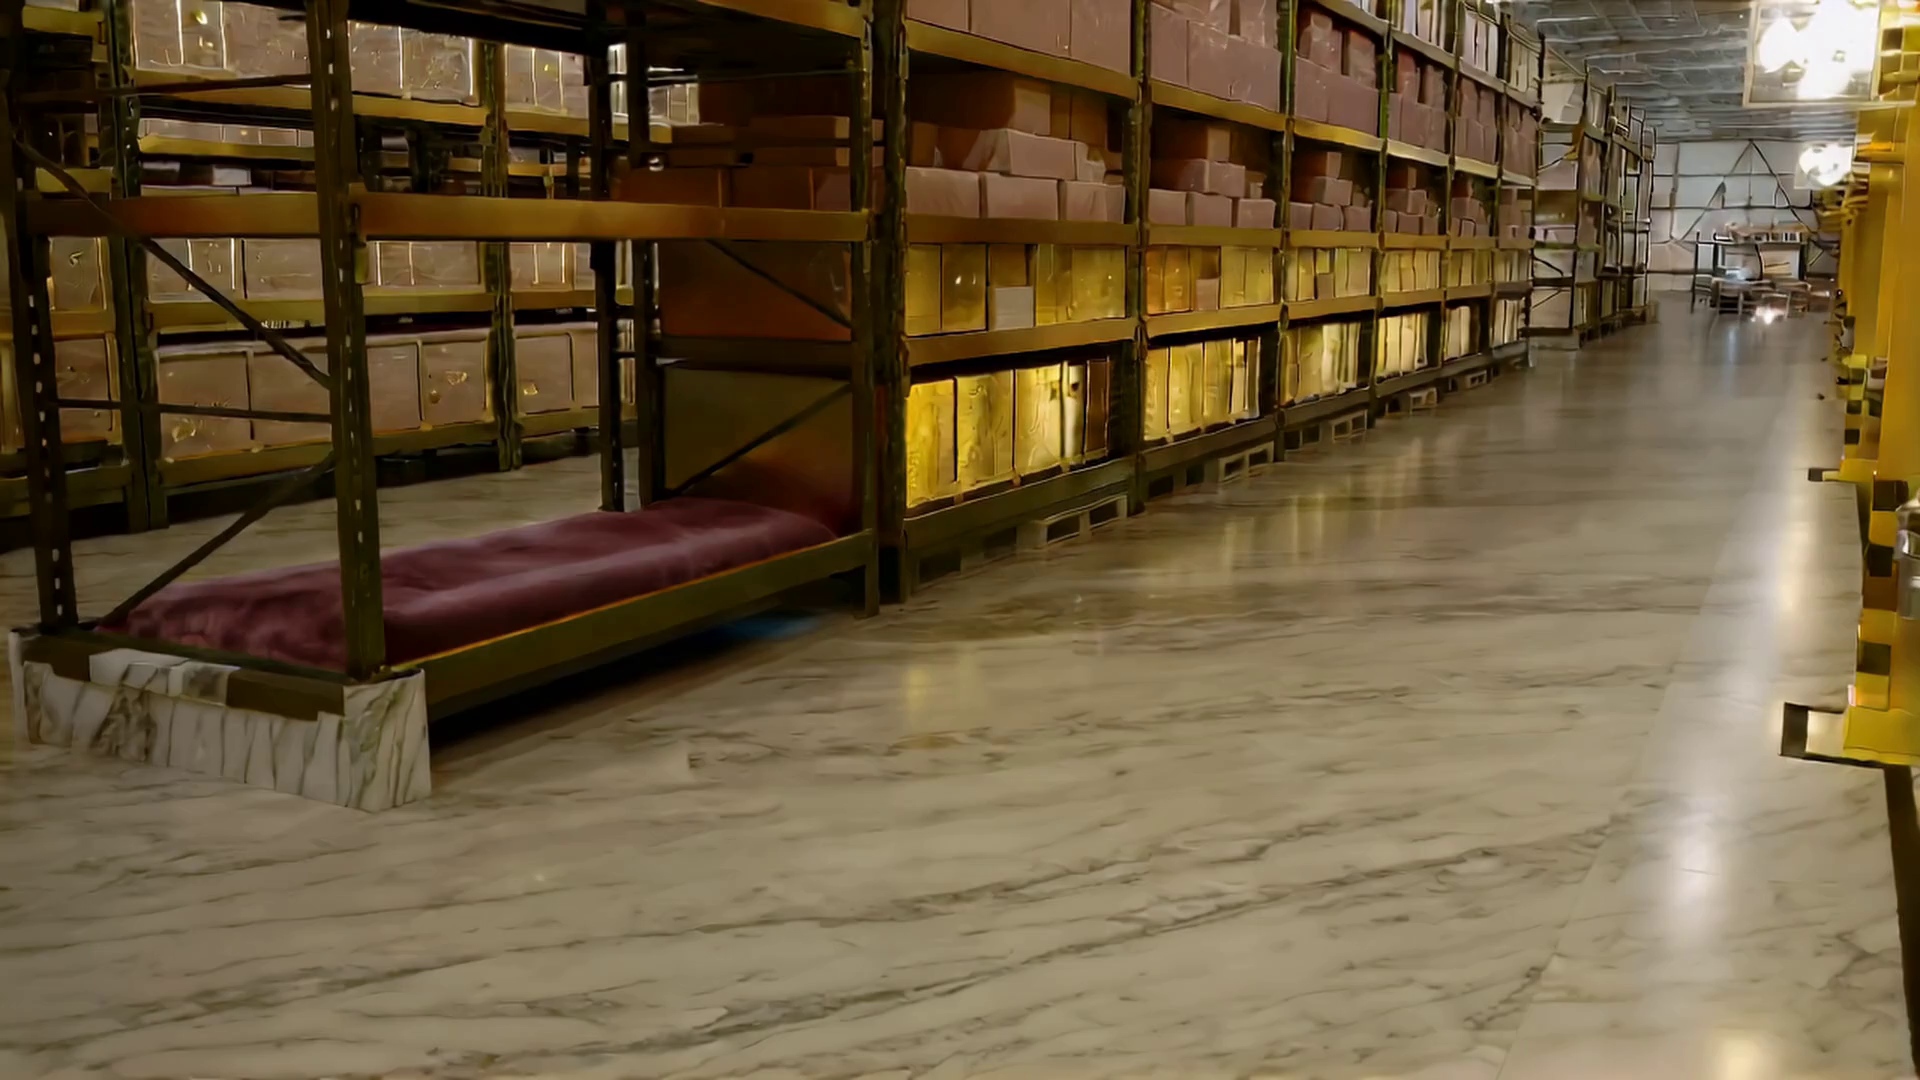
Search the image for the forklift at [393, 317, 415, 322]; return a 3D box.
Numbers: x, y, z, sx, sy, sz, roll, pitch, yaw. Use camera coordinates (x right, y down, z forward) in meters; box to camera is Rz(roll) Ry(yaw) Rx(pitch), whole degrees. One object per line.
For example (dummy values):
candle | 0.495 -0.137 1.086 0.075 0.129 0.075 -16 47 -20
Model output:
forklift | -10.367 -4.249 28.945 1.129 2.768 1.873 5 11 27
